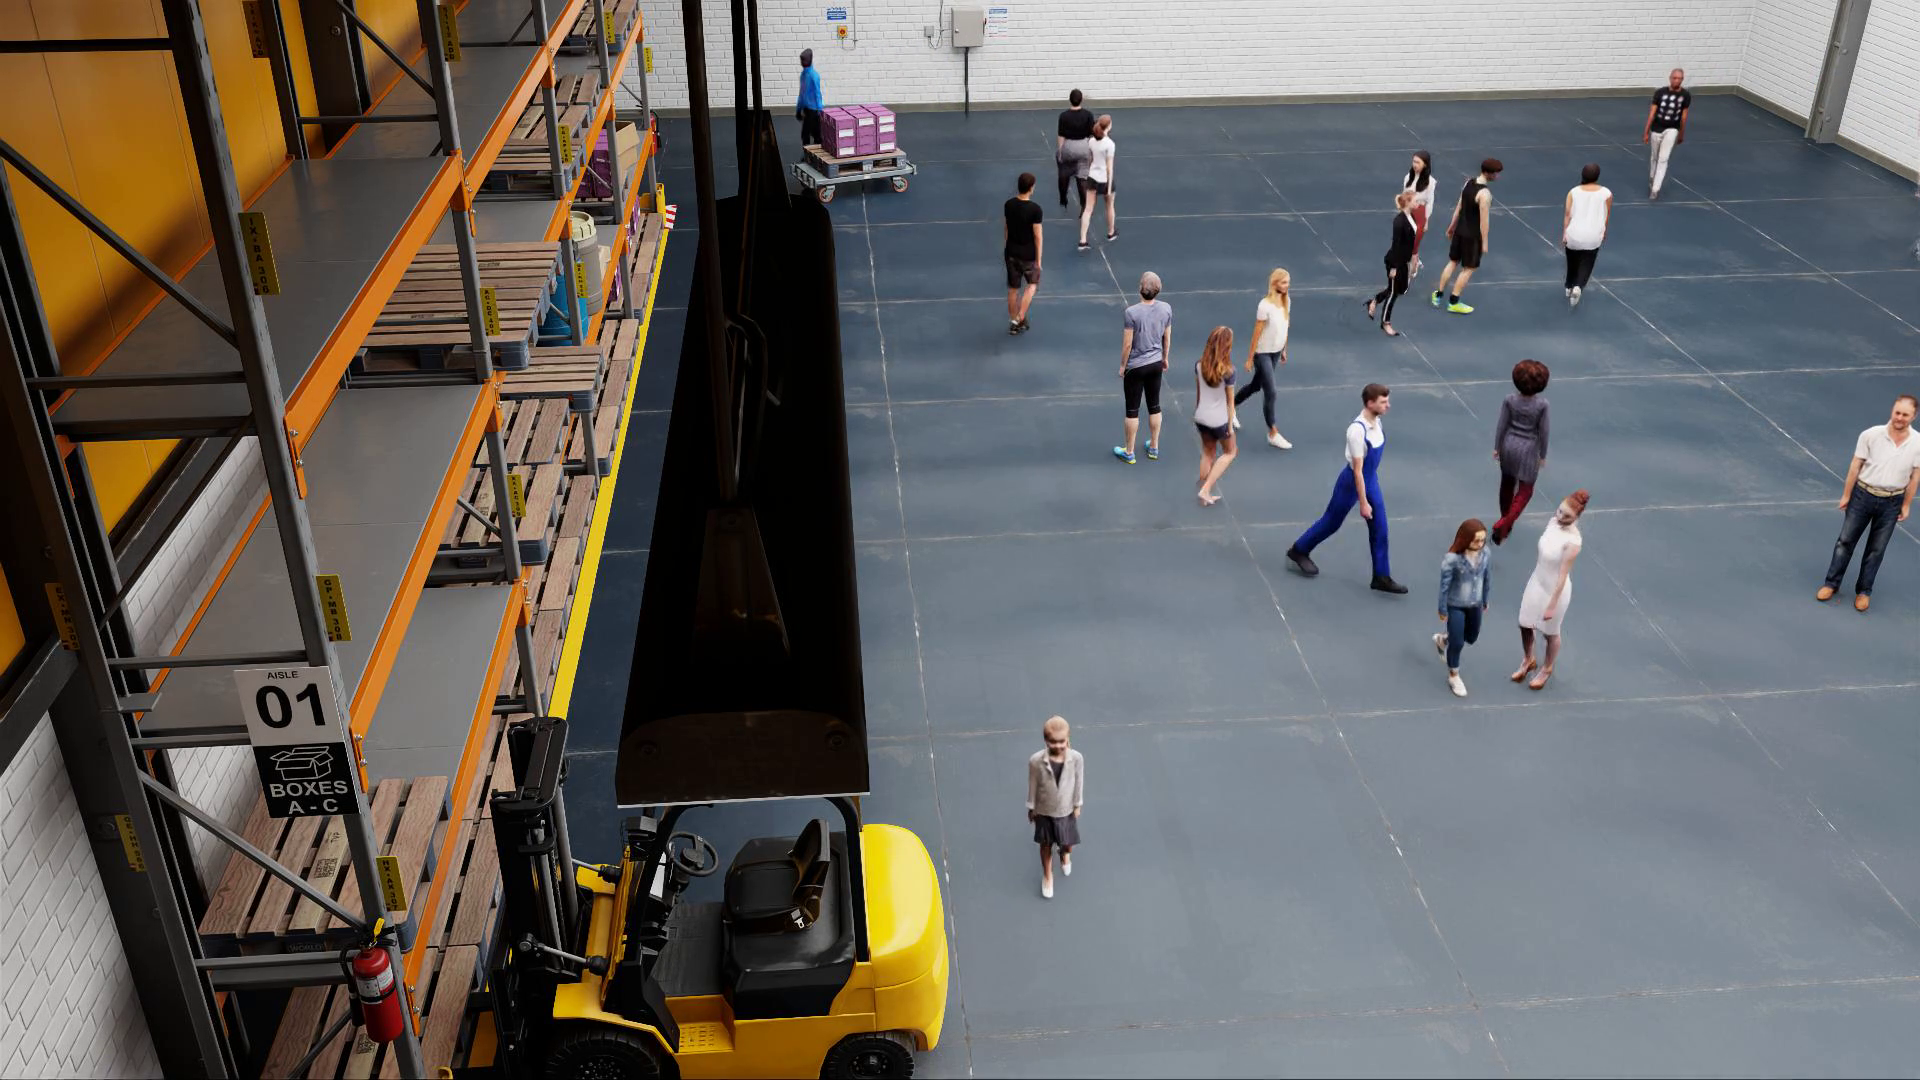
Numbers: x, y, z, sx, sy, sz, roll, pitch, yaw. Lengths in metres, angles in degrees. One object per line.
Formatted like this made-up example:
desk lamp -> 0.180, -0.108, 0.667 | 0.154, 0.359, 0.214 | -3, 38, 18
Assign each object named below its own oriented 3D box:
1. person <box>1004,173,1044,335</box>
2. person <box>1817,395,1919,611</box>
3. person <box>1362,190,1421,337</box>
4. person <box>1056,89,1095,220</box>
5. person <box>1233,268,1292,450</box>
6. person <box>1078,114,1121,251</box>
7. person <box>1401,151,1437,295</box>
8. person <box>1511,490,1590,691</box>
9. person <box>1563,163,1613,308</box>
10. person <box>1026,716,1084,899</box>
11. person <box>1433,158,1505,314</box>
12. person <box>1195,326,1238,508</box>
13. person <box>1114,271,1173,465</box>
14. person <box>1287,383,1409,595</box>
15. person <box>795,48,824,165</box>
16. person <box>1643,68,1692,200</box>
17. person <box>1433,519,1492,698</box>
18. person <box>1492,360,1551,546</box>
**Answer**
person -> 0.649, -3.186, 18.684 | 0.823, 1.847, 0.850 | 14, 32, 24
person -> 7.421, -0.336, 13.449 | 0.749, 1.856, 0.785 | 18, 33, 29
person -> 4.844, -3.128, 18.739 | 0.893, 1.693, 0.844 | 17, 33, 28
person -> 1.586, -5.155, 22.433 | 0.651, 1.714, 1.036 | -3, 29, -5
person -> 2.904, -1.808, 16.238 | 1.086, 1.770, 1.192 | -25, 37, -38
person -> 1.734, -4.530, 21.299 | 1.060, 1.702, 1.189 | 18, 34, 30
person -> 5.497, -3.809, 19.937 | 0.856, 1.740, 0.808 | -22, 36, -35
person -> 4.369, 0.386, 12.220 | 0.726, 1.766, 0.581 | -1, 29, -2
person -> 7.356, -3.588, 19.612 | 0.988, 1.663, 1.127 | 15, 32, 25
person -> 0.591, 1.635, 10.450 | 0.542, 1.267, 0.631 | 1, 29, 1
person -> 5.862, -3.551, 19.348 | 0.975, 1.851, 0.661 | -15, 32, -26
person -> 2.218, -1.055, 14.921 | 0.838, 1.709, 0.773 | -20, 35, -32
person -> 1.750, -1.645, 15.816 | 0.727, 1.888, 0.672 | -10, 30, -18
person -> 3.173, -0.438, 13.688 | 1.287, 1.807, 1.221 | 22, 35, 34
person -> -2.098, -6.348, 24.554 | 0.931, 1.777, 0.935 | -15, 32, -26
person -> 9.941, -5.745, 23.475 | 1.105, 1.751, 1.343 | 13, 31, 22
person -> 3.719, 0.442, 12.432 | 0.707, 1.465, 0.819 | -11, 31, -20
person -> 4.801, -0.702, 14.292 | 0.930, 1.692, 1.044 | 16, 33, 27
